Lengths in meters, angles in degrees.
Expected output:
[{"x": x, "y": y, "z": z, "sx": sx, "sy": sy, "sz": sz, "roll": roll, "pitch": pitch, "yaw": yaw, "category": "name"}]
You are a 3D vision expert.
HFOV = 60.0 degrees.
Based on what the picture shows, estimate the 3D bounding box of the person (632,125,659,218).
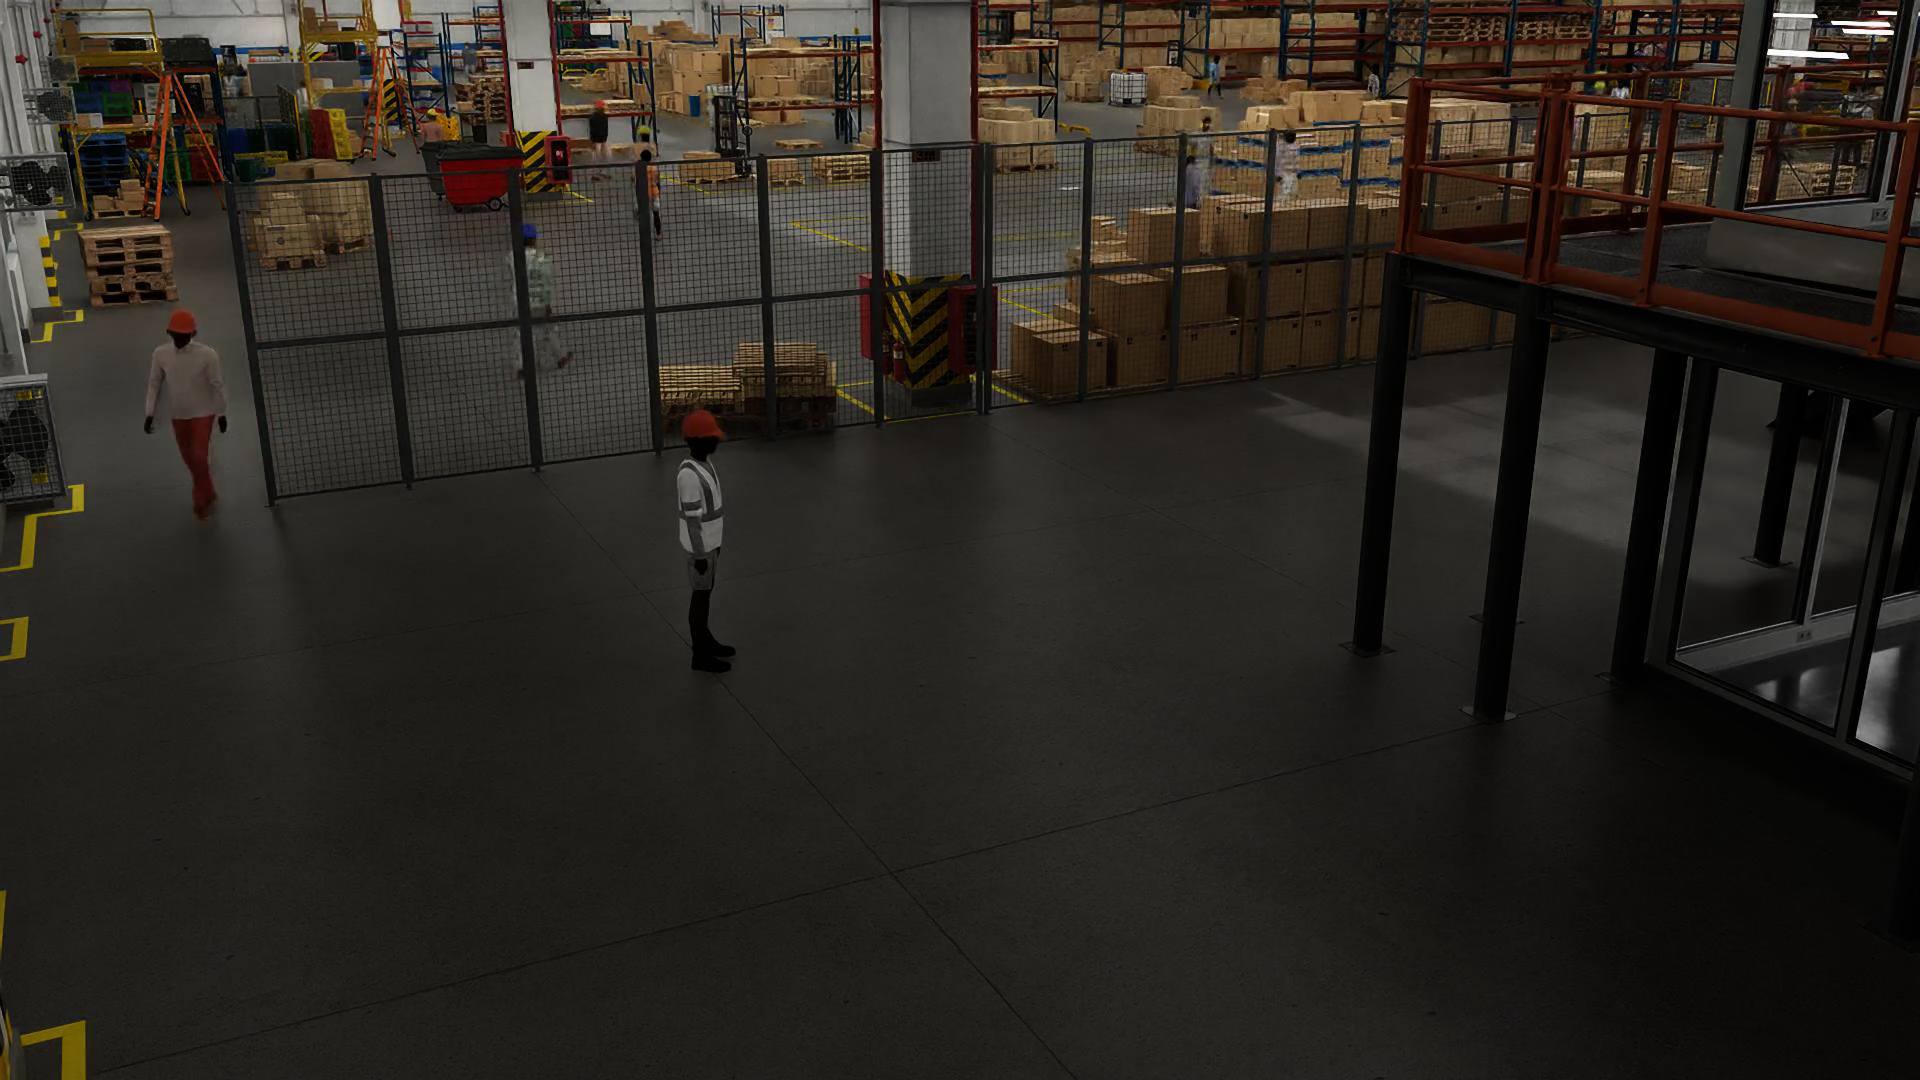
[{"x": -6.395, "y": -7.447, "z": 33.744, "sx": 0.592, "sy": 1.902, "sz": 0.779, "roll": 9, "pitch": 21, "yaw": 25, "category": "person"}]

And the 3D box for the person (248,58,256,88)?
[{"x": -24.422, "y": -15.693, "z": 57.590, "sx": 0.376, "sy": 1.934, "sz": 0.546, "roll": -6, "pitch": 20, "yaw": -16, "category": "person"}]

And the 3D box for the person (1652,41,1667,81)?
[{"x": 31.389, "y": -21.571, "z": 74.676, "sx": 0.642, "sy": 1.905, "sz": 0.399, "roll": -5, "pitch": 20, "yaw": -15, "category": "person"}]

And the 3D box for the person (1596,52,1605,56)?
[{"x": 28.766, "y": -21.525, "z": 74.961, "sx": 0.518, "sy": 1.650, "sz": 0.316, "roll": 4, "pitch": 20, "yaw": 13, "category": "person"}]

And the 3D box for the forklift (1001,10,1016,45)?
[{"x": 2.440, "y": -25.310, "z": 84.039, "sx": 1.873, "sy": 2.768, "sz": 1.129, "roll": -9, "pitch": 21, "yaw": -25, "category": "forklift"}]

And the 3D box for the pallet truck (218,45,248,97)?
[{"x": -28.879, "y": -18.665, "z": 66.111, "sx": 0.823, "sy": 1.965, "sz": 1.885, "roll": -3, "pitch": 19, "yaw": -9, "category": "pallet truck"}]

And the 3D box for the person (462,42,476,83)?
[{"x": -20.749, "y": -20.064, "z": 70.326, "sx": 0.648, "sy": 1.891, "sz": 0.993, "roll": 1, "pitch": 19, "yaw": 2, "category": "person"}]

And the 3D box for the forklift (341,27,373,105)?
[{"x": -22.275, "y": -17.346, "z": 60.954, "sx": 1.873, "sy": 2.768, "sz": 1.129, "roll": -9, "pitch": 21, "yaw": -25, "category": "forklift"}]

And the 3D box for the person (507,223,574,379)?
[{"x": -5.333, "y": -3.034, "z": 20.940, "sx": 0.637, "sy": 1.897, "sz": 0.967, "roll": 6, "pitch": 20, "yaw": 18, "category": "person"}]

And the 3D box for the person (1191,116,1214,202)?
[{"x": 5.299, "y": -8.303, "z": 36.297, "sx": 0.494, "sy": 1.852, "sz": 0.452, "roll": -8, "pitch": 21, "yaw": -23, "category": "person"}]

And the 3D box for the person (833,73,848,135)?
[{"x": -3.653, "y": -13.342, "z": 50.909, "sx": 0.344, "sy": 1.845, "sz": 0.506, "roll": 18, "pitch": 26, "yaw": 42, "category": "person"}]

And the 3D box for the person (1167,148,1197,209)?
[{"x": 3.959, "y": -6.109, "z": 29.899, "sx": 0.896, "sy": 1.874, "sz": 0.587, "roll": 7, "pitch": 20, "yaw": 20, "category": "person"}]

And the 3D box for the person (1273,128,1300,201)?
[{"x": 6.692, "y": -7.532, "z": 34.097, "sx": 0.645, "sy": 1.827, "sz": 0.619, "roll": -16, "pitch": 25, "yaw": -39, "category": "person"}]

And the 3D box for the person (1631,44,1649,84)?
[{"x": 27.924, "y": -19.424, "z": 68.398, "sx": 0.628, "sy": 1.940, "sz": 0.378, "roll": 4, "pitch": 20, "yaw": 13, "category": "person"}]

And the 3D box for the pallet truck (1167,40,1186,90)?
[{"x": 9.045, "y": -19.971, "z": 69.895, "sx": 0.823, "sy": 1.965, "sz": 1.885, "roll": -3, "pitch": 19, "yaw": -8, "category": "pallet truck"}]

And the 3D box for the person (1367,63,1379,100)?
[{"x": 13.375, "y": -14.416, "z": 53.839, "sx": 0.368, "sy": 1.966, "sz": 0.603, "roll": 10, "pitch": 21, "yaw": 26, "category": "person"}]

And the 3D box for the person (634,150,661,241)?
[{"x": -5.818, "y": -6.413, "z": 31.048, "sx": 0.535, "sy": 1.697, "sz": 0.318, "roll": -11, "pitch": 22, "yaw": -30, "category": "person"}]

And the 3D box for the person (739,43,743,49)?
[{"x": -9.421, "y": -20.587, "z": 71.892, "sx": 0.613, "sy": 1.859, "sz": 0.995, "roll": -3, "pitch": 19, "yaw": -7, "category": "person"}]

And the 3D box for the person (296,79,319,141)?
[{"x": -19.019, "y": -12.509, "z": 48.508, "sx": 0.617, "sy": 1.830, "sz": 0.950, "roll": -14, "pitch": 23, "yaw": -34, "category": "person"}]

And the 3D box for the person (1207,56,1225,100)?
[{"x": 9.915, "y": -17.911, "z": 64.451, "sx": 0.532, "sy": 1.639, "sz": 0.899, "roll": -12, "pitch": 22, "yaw": -31, "category": "person"}]

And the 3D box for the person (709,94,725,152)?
[{"x": -6.469, "y": -11.077, "z": 44.579, "sx": 0.501, "sy": 1.678, "sz": 0.932, "roll": -13, "pitch": 23, "yaw": -34, "category": "person"}]

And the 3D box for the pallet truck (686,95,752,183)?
[{"x": -5.836, "y": -9.608, "z": 39.856, "sx": 0.823, "sy": 1.965, "sz": 1.885, "roll": 10, "pitch": 22, "yaw": 27, "category": "pallet truck"}]

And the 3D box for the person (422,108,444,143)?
[{"x": -12.392, "y": -9.266, "z": 39.217, "sx": 0.526, "sy": 1.765, "sz": 0.329, "roll": 4, "pitch": 19, "yaw": 10, "category": "person"}]

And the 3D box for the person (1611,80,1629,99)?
[{"x": 20.365, "y": -13.434, "z": 51.420, "sx": 0.545, "sy": 1.678, "sz": 0.401, "roll": 4, "pitch": 19, "yaw": 12, "category": "person"}]

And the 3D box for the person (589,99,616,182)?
[{"x": -8.567, "y": -9.527, "z": 39.693, "sx": 0.780, "sy": 1.944, "sz": 0.629, "roll": 12, "pitch": 22, "yaw": 31, "category": "person"}]

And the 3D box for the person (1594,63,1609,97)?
[{"x": 22.805, "y": -16.173, "z": 59.355, "sx": 0.662, "sy": 1.677, "sz": 0.533, "roll": -11, "pitch": 22, "yaw": -30, "category": "person"}]

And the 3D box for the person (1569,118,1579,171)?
[{"x": 13.979, "y": -9.123, "z": 38.404, "sx": 0.408, "sy": 2.035, "sz": 0.601, "roll": -3, "pitch": 19, "yaw": -10, "category": "person"}]

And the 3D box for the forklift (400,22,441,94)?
[{"x": -21.973, "y": -19.281, "z": 66.562, "sx": 1.129, "sy": 2.768, "sz": 1.873, "roll": 14, "pitch": 23, "yaw": 35, "category": "forklift"}]

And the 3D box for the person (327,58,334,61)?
[{"x": -21.732, "y": -15.721, "z": 57.690, "sx": 0.428, "sy": 1.928, "sz": 0.632, "roll": 1, "pitch": 19, "yaw": 4, "category": "person"}]

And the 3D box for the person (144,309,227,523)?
[{"x": -7.173, "y": -1.177, "z": 15.463, "sx": 0.678, "sy": 1.965, "sz": 0.615, "roll": 2, "pitch": 19, "yaw": 4, "category": "person"}]

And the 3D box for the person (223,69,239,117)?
[{"x": -24.923, "y": -15.259, "z": 56.805, "sx": 0.541, "sy": 1.606, "sz": 0.757, "roll": -1, "pitch": 19, "yaw": -2, "category": "person"}]

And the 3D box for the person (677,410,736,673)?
[{"x": -1.851, "y": 0.001, "z": 12.086, "sx": 0.350, "sy": 1.942, "sz": 0.545, "roll": 0, "pitch": 19, "yaw": 1, "category": "person"}]
